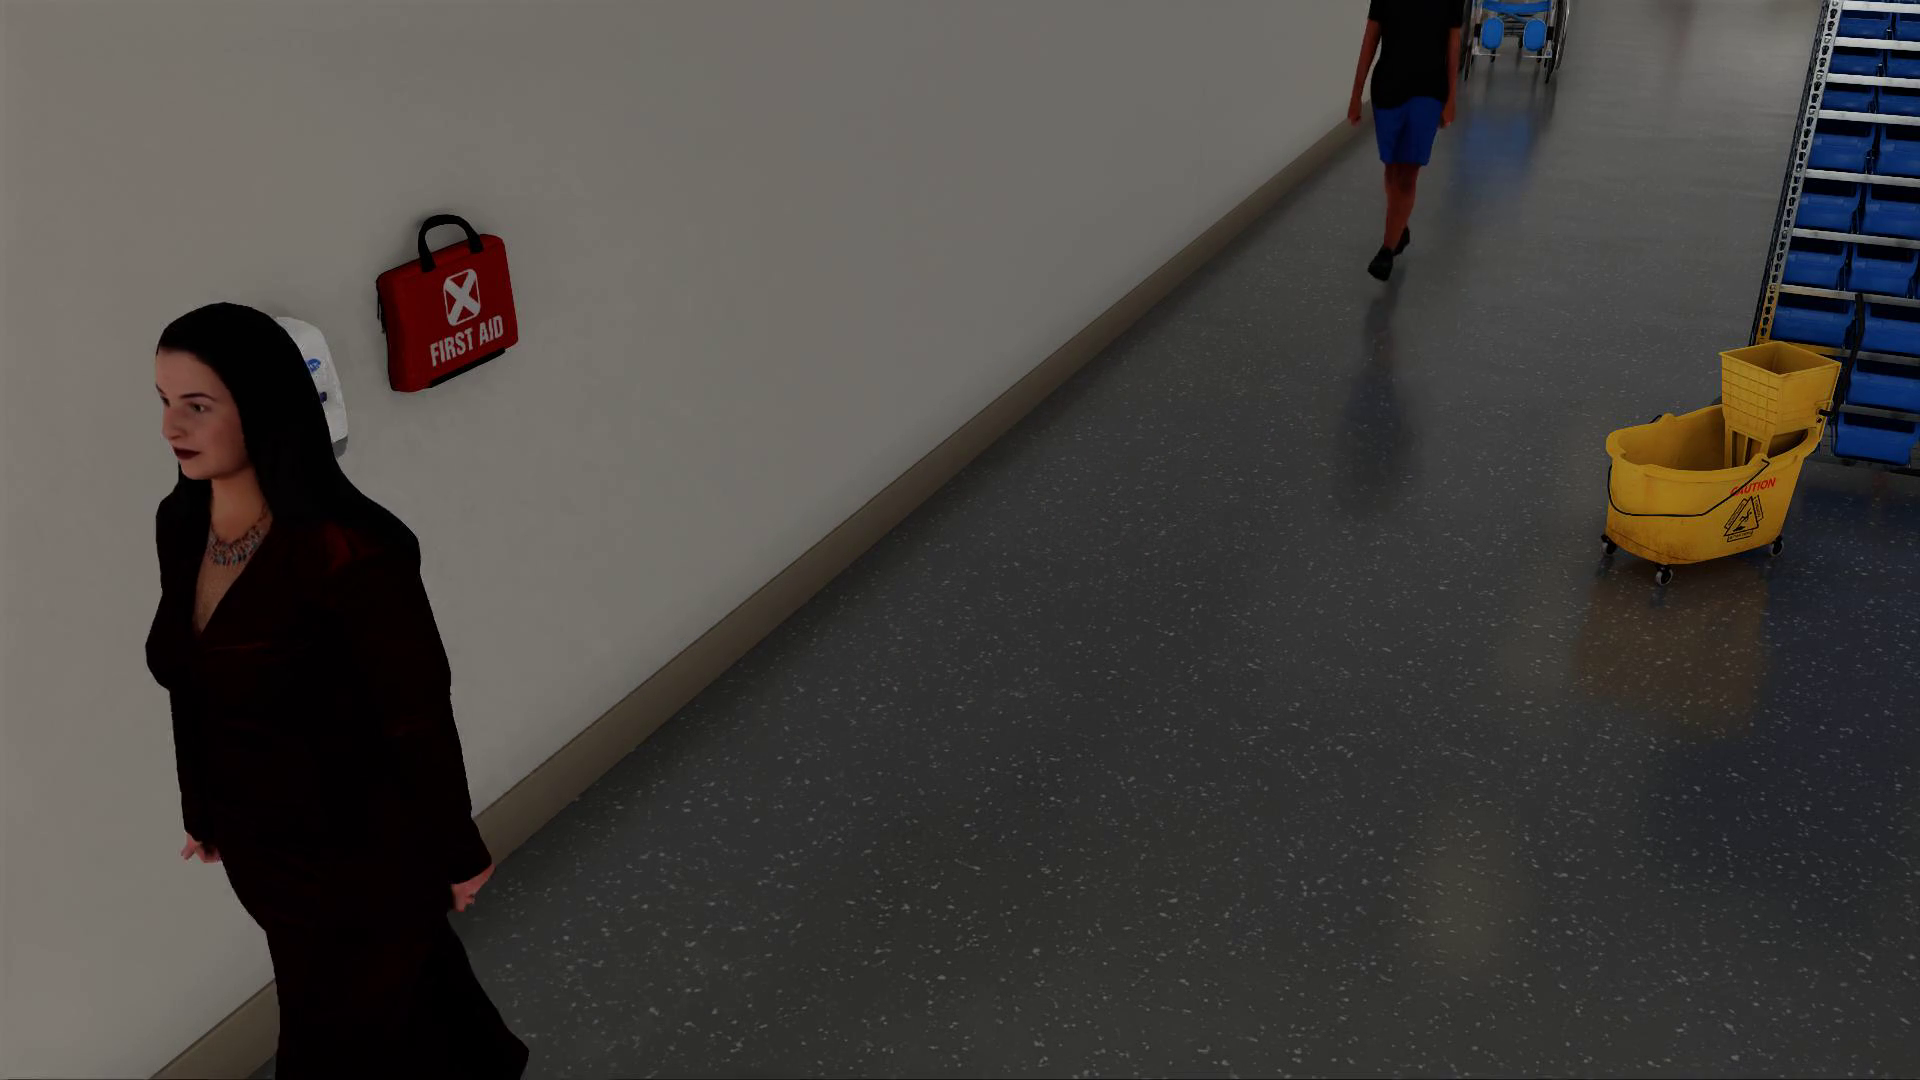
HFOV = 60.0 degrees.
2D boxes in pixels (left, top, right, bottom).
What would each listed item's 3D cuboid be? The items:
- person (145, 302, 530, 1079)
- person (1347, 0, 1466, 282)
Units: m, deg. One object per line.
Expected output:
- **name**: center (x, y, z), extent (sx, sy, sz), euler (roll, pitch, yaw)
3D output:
- **person**: center (-0.951, 0.440, 2.745), extent (0.798, 1.739, 0.812), euler (17, 30, 31)
- **person**: center (2.214, -2.183, 8.182), extent (1.074, 1.742, 0.686), euler (12, 28, 23)
